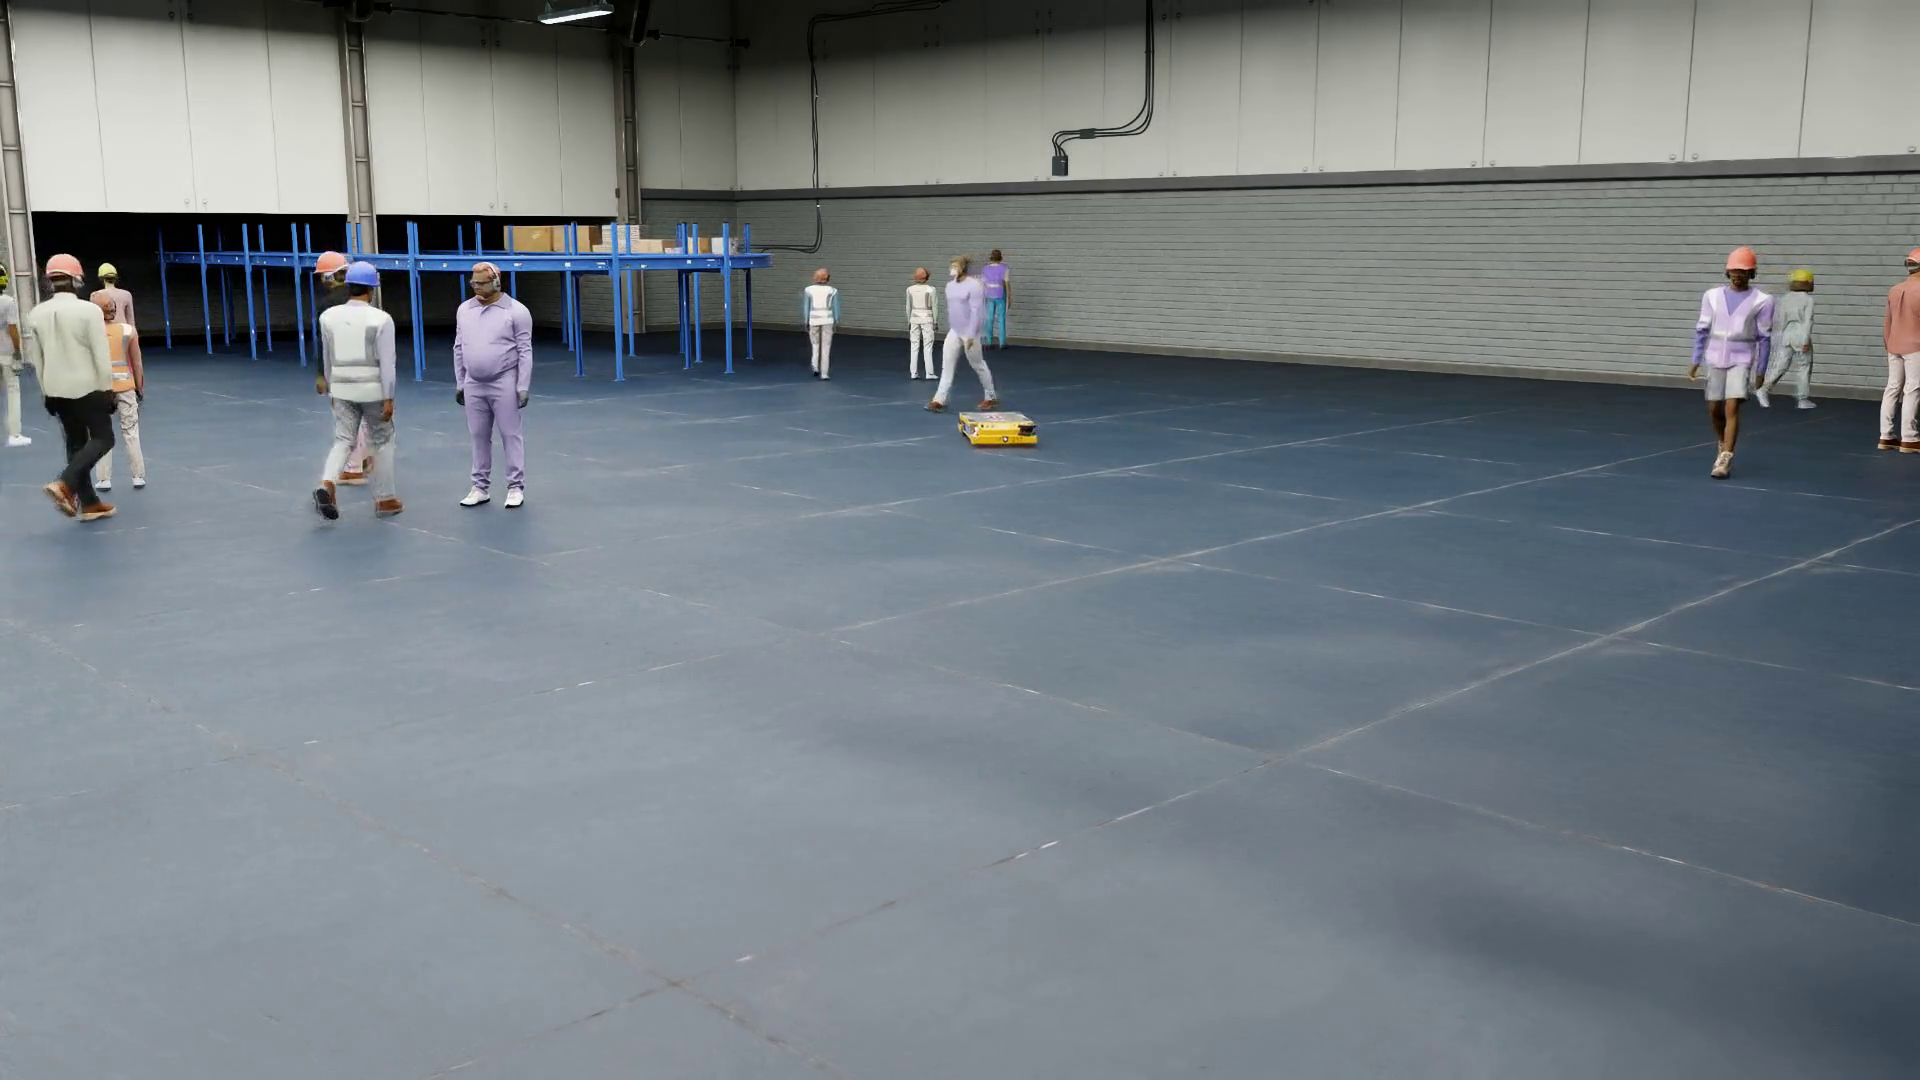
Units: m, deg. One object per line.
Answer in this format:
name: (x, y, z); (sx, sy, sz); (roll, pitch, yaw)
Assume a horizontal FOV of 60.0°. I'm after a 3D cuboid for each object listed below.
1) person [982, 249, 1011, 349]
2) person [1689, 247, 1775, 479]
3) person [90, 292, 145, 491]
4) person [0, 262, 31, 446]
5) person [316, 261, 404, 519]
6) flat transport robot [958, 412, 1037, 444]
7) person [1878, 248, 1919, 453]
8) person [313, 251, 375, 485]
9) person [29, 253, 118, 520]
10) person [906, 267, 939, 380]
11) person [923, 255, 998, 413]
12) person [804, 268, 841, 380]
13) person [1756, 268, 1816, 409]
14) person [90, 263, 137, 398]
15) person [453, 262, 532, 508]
person: (0.676, -4.508, 31.131); (0.567, 1.850, 0.389); (4, 11, 23)
person: (6.858, -1.589, 14.779); (0.617, 2.015, 0.882); (10, 14, 43)
person: (-7.068, -1.233, 13.849); (0.514, 1.639, 0.307); (-7, 13, -35)
person: (-9.626, -1.835, 16.553); (0.540, 1.850, 0.682); (1, 10, 5)
person: (-4.488, -1.100, 12.361); (0.606, 1.922, 0.781); (1, 10, 7)
flat transport robot: (0.378, -1.188, 17.449); (0.652, 0.197, 1.431); (-1, 10, -6)
person: (9.347, -1.866, 16.340); (0.389, 1.990, 0.610); (-2, 11, -11)
person: (-5.266, -1.459, 14.174); (0.425, 1.978, 0.619); (1, 10, 7)
person: (-6.554, -1.112, 12.264); (0.639, 1.979, 0.574); (2, 11, 13)
person: (-0.550, -3.173, 24.423); (0.519, 1.640, 0.307); (5, 11, 25)
person: (0.046, -2.471, 19.953); (1.068, 1.883, 0.646); (-9, 14, -41)
person: (-2.020, -3.171, 24.457); (0.540, 1.621, 0.435); (2, 11, 8)
person: (10.170, -2.459, 20.320); (0.790, 1.713, 0.495); (-4, 11, -20)
person: (-10.424, -2.512, 20.475); (0.326, 1.767, 0.533); (7, 12, 33)
person: (-3.662, -1.205, 12.987); (0.636, 1.902, 0.406); (2, 11, 11)
